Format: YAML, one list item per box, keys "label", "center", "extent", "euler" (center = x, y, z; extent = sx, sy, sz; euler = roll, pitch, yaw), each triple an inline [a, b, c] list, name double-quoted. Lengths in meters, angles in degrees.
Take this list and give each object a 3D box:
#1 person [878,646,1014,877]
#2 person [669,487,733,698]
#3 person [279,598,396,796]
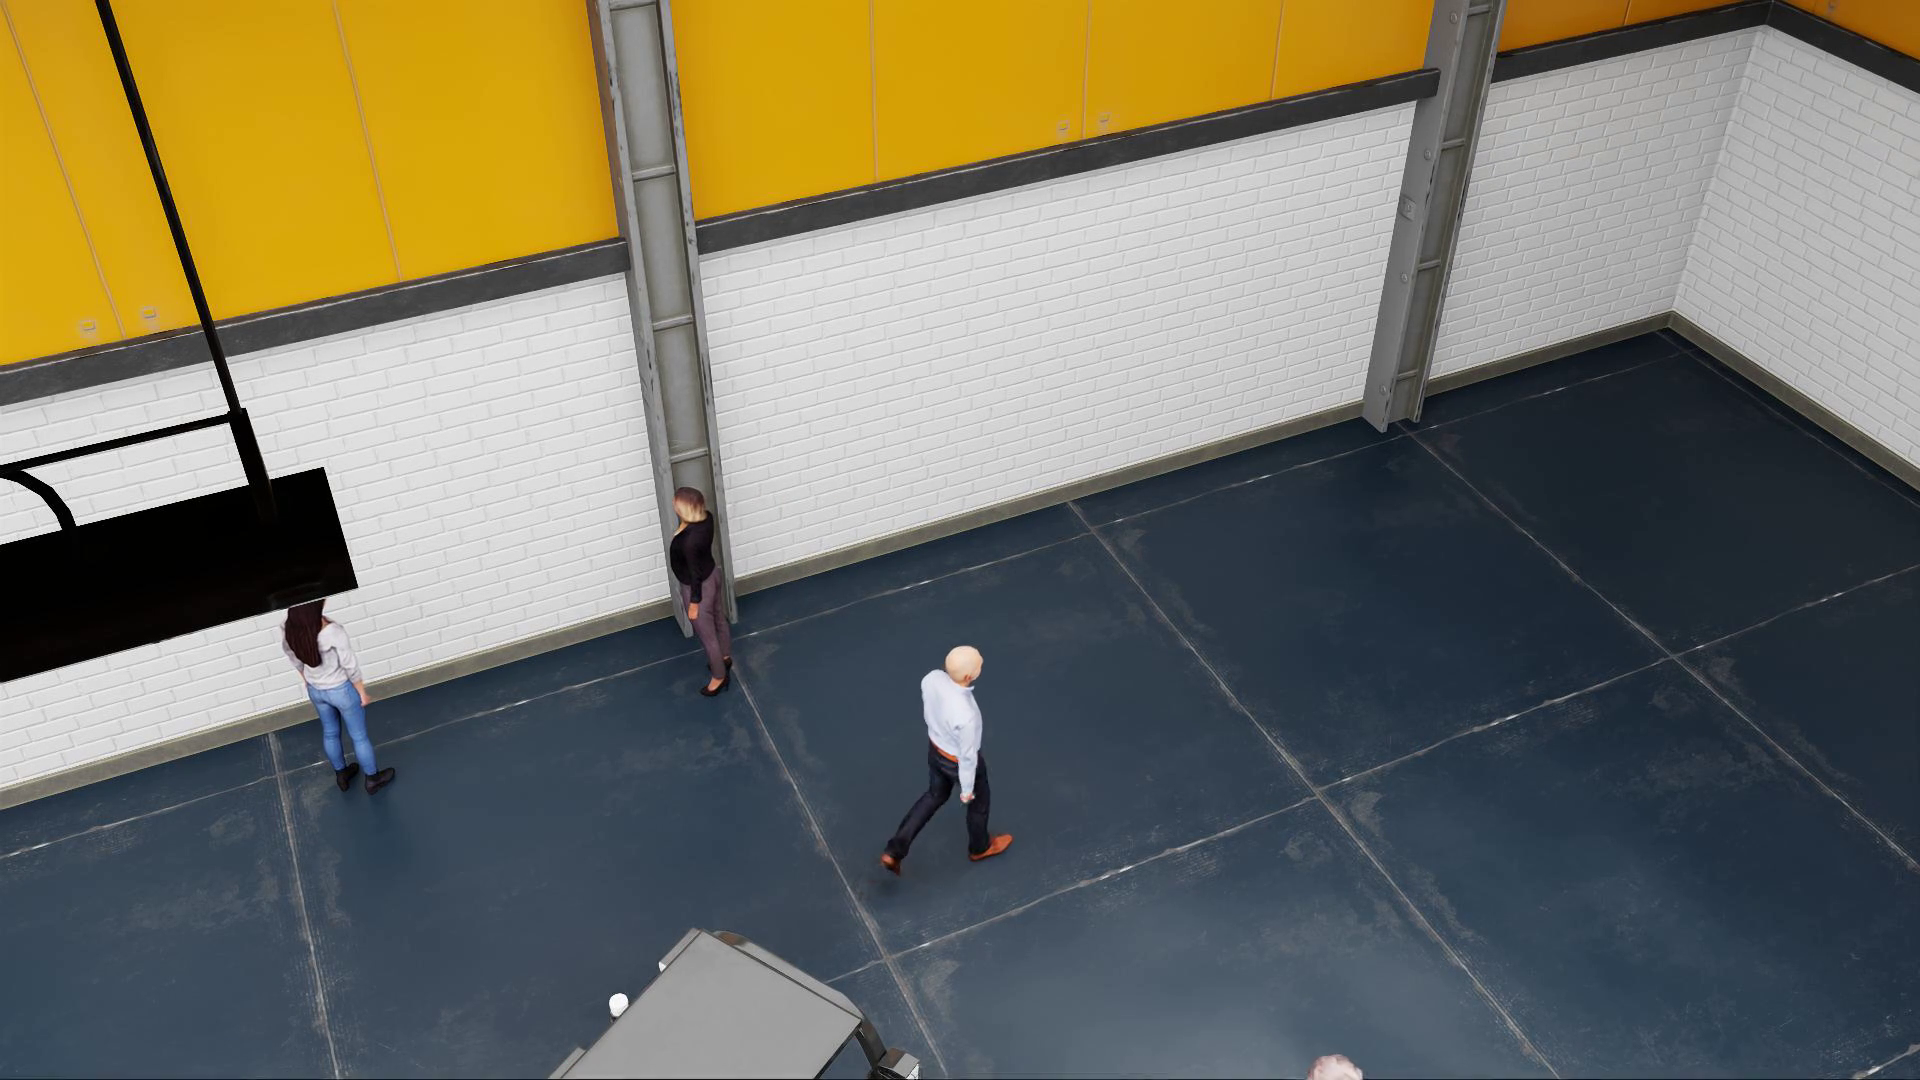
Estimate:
- label: "person"
  center: [-0.100, 1.311, 9.604]
  extent: [1.169, 1.767, 0.791]
  euler: [-24, 44, -27]
- label: "person"
  center: [-1.677, 0.334, 10.907]
  extent: [0.708, 1.669, 0.689]
  euler: [4, 39, 5]
- label: "person"
  center: [-3.849, 0.914, 10.210]
  extent: [0.653, 1.631, 0.732]
  euler: [10, 40, 12]
